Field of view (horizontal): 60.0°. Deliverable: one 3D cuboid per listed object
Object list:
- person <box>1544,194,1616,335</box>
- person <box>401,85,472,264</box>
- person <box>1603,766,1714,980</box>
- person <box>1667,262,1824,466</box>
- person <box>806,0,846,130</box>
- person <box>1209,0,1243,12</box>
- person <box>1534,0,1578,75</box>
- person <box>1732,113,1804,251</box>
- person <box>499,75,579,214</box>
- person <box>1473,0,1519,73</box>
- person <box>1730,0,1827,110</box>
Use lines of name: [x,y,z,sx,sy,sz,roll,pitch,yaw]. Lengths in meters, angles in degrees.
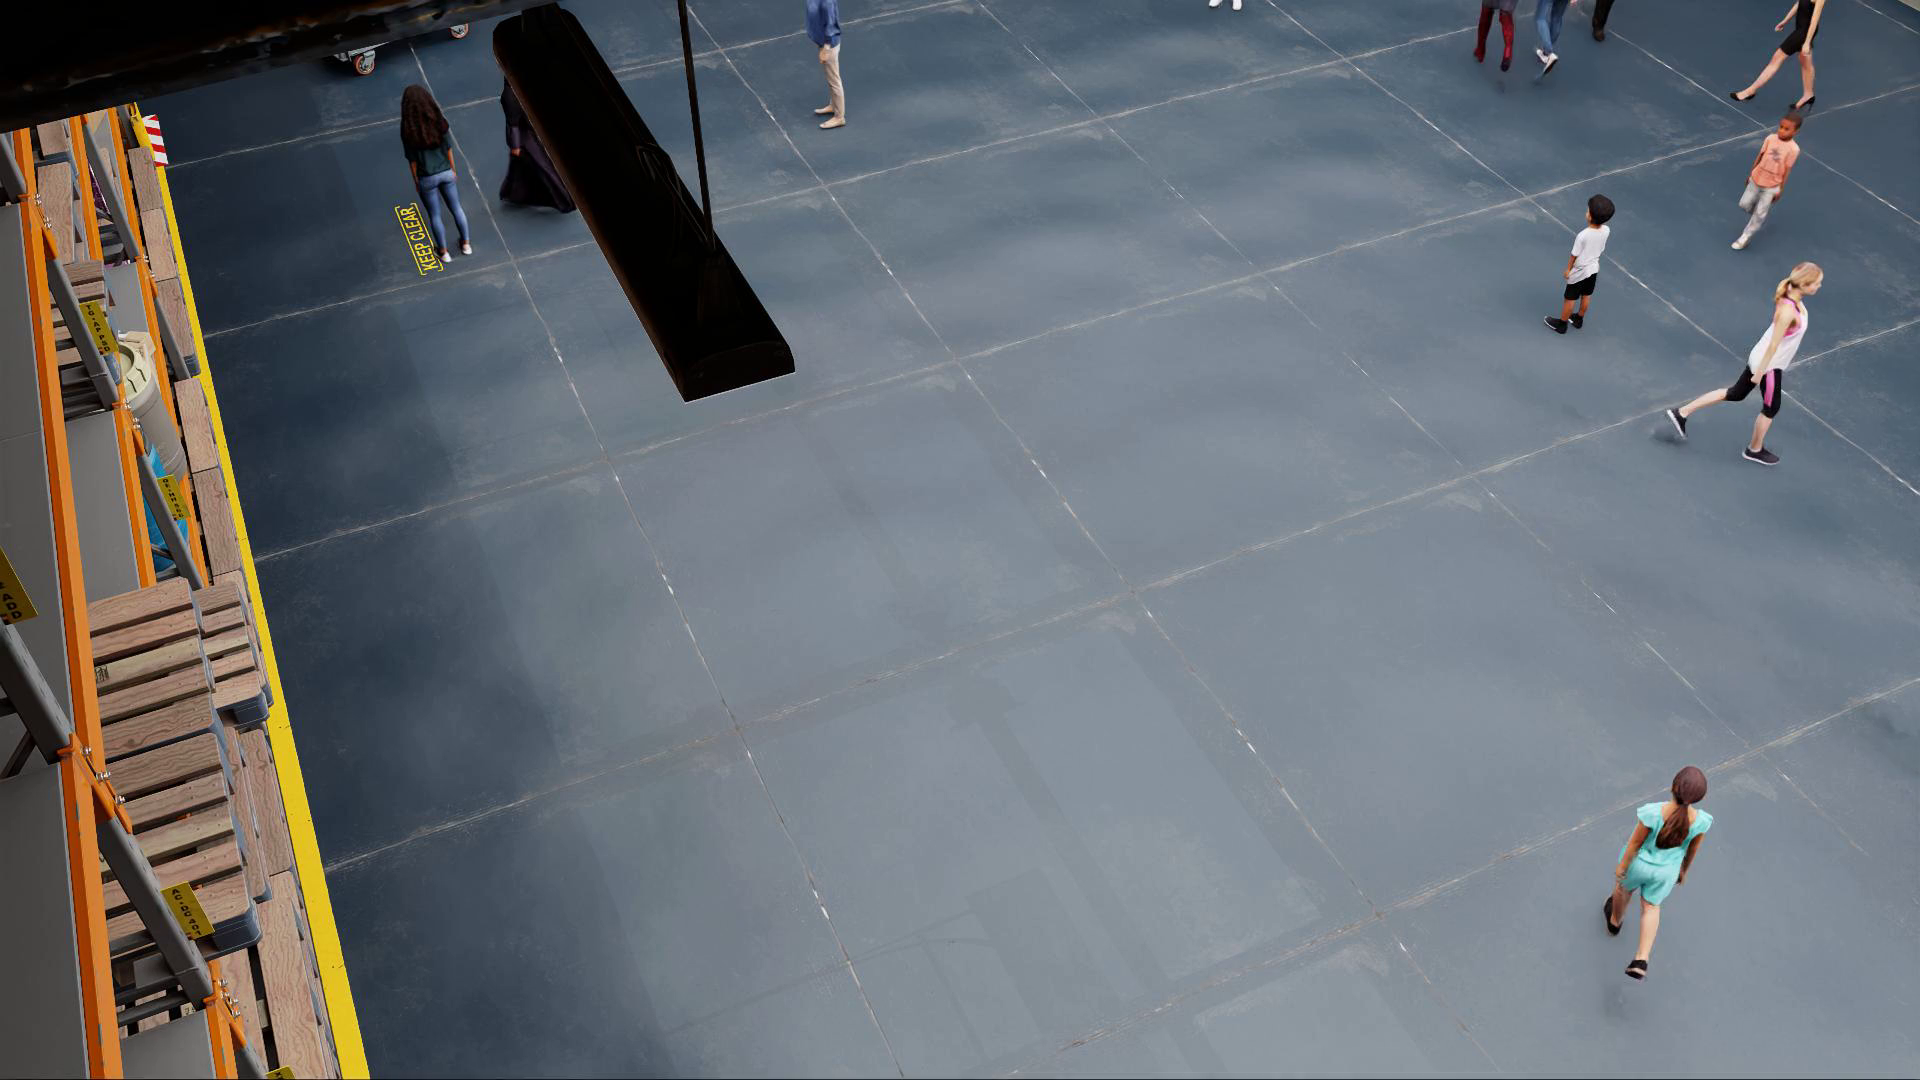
person: [5.191,-2.284,13.806,0.471,1.256,0.464,-18,46,-18]
person: [-4.578,-3.187,14.497,0.633,1.612,0.634,-28,50,-26]
person: [3.857,1.854,9.254,0.860,1.544,0.986,8,44,8]
person: [5.933,-1.343,12.455,1.151,1.756,1.083,14,45,14]
person: [-1.281,-4.844,16.169,0.718,1.703,0.572,-9,44,-9]
person: [3.010,-6.660,18.024,0.692,1.774,0.744,13,45,13]
person: [6.096,-5.583,16.938,0.776,1.713,1.004,-1,44,-1]
person: [7.187,-3.202,14.735,0.631,1.304,0.643,-27,50,-26]
person: [-3.983,-3.677,15.029,1.044,1.587,1.112,5,44,5]
person: [5.552,-5.568,16.941,0.848,1.687,1.084,-1,44,-1]
person: [8.365,-4.948,16.351,1.040,1.603,1.005,12,45,12]
